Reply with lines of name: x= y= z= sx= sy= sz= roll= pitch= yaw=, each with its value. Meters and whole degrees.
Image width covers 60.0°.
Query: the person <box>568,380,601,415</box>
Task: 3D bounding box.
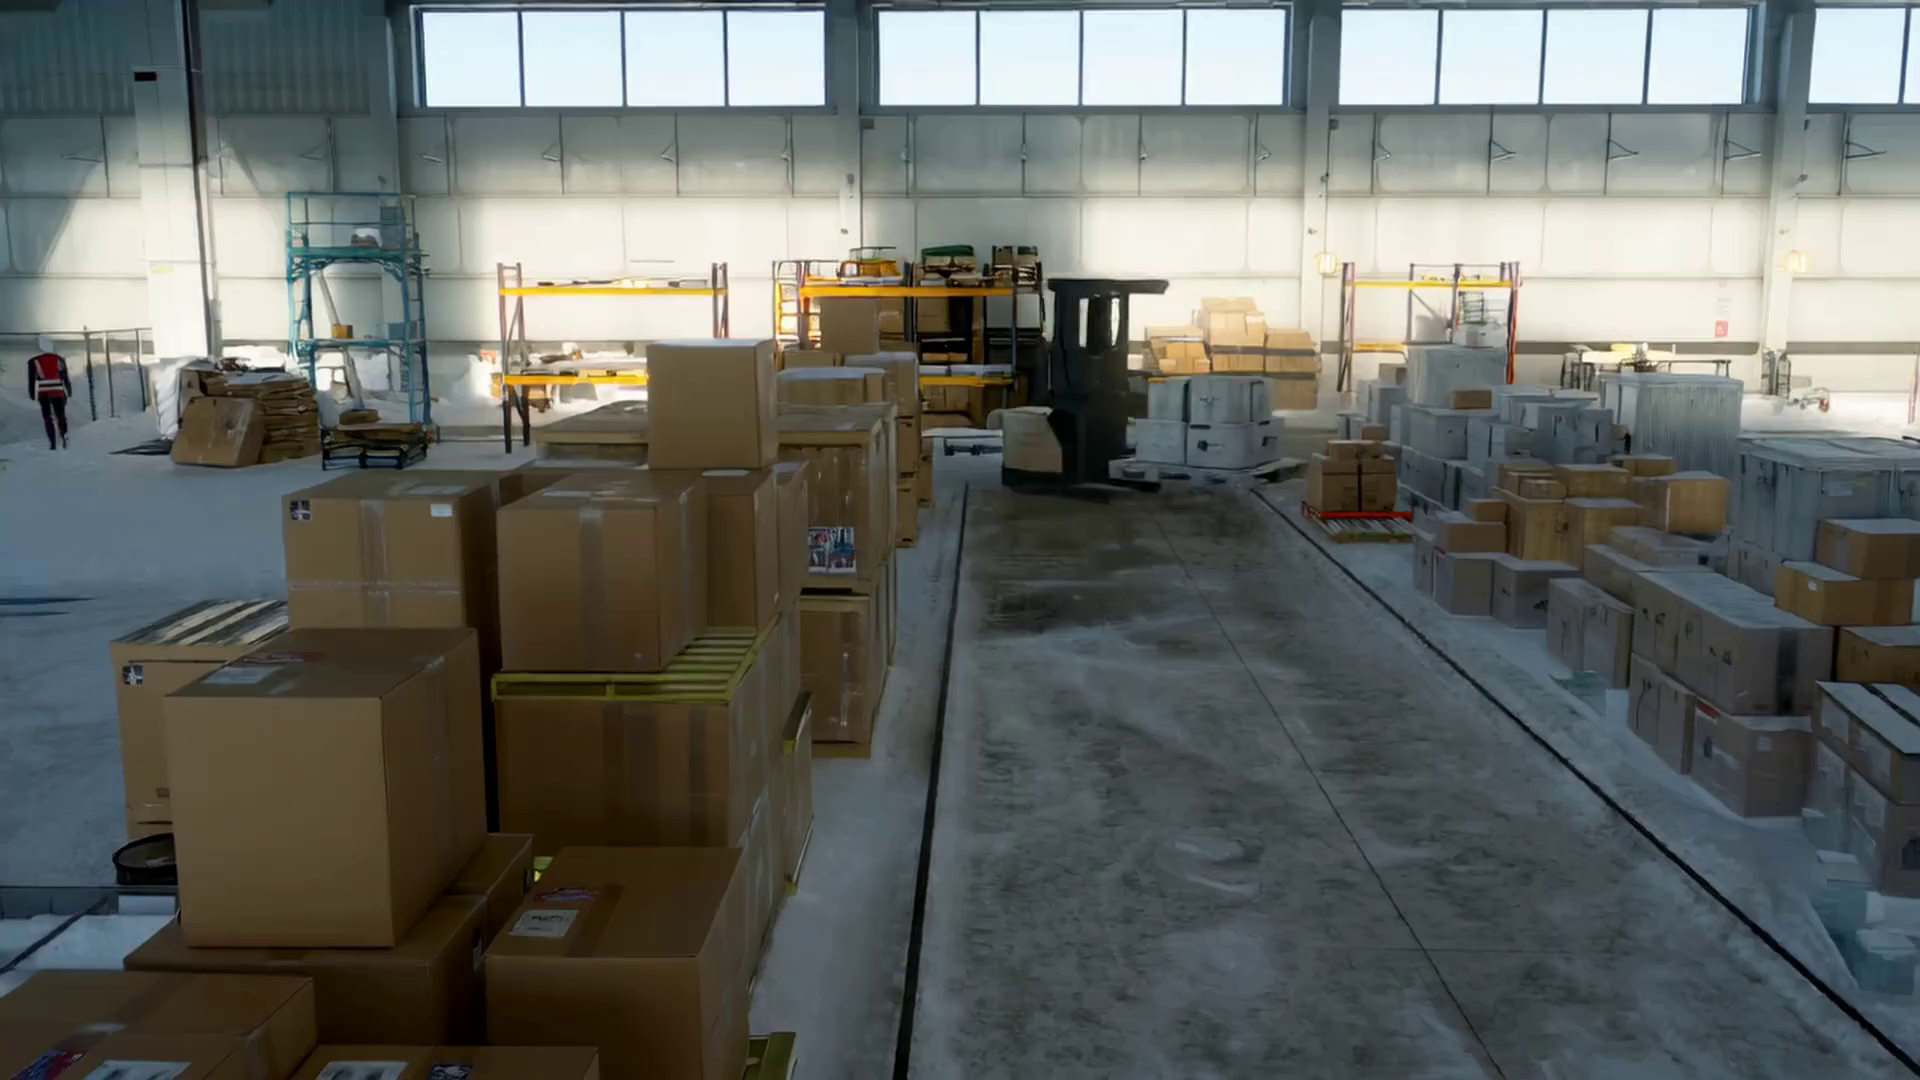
person: x=-3.514 y=-0.527 z=15.610 sx=0.548 sy=1.937 sz=0.366 roll=9 pitch=13 yaw=44

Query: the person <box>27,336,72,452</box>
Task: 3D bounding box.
person: x=-14.556 y=-2.326 z=26.623 sx=0.605 sy=1.860 sz=0.467 roll=-7 pitch=12 yaw=-38

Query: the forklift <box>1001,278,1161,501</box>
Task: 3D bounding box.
forklift: x=1.558 y=-2.018 z=21.725 sx=1.873 sy=2.768 sz=1.129 roll=8 pitch=13 yaw=41
